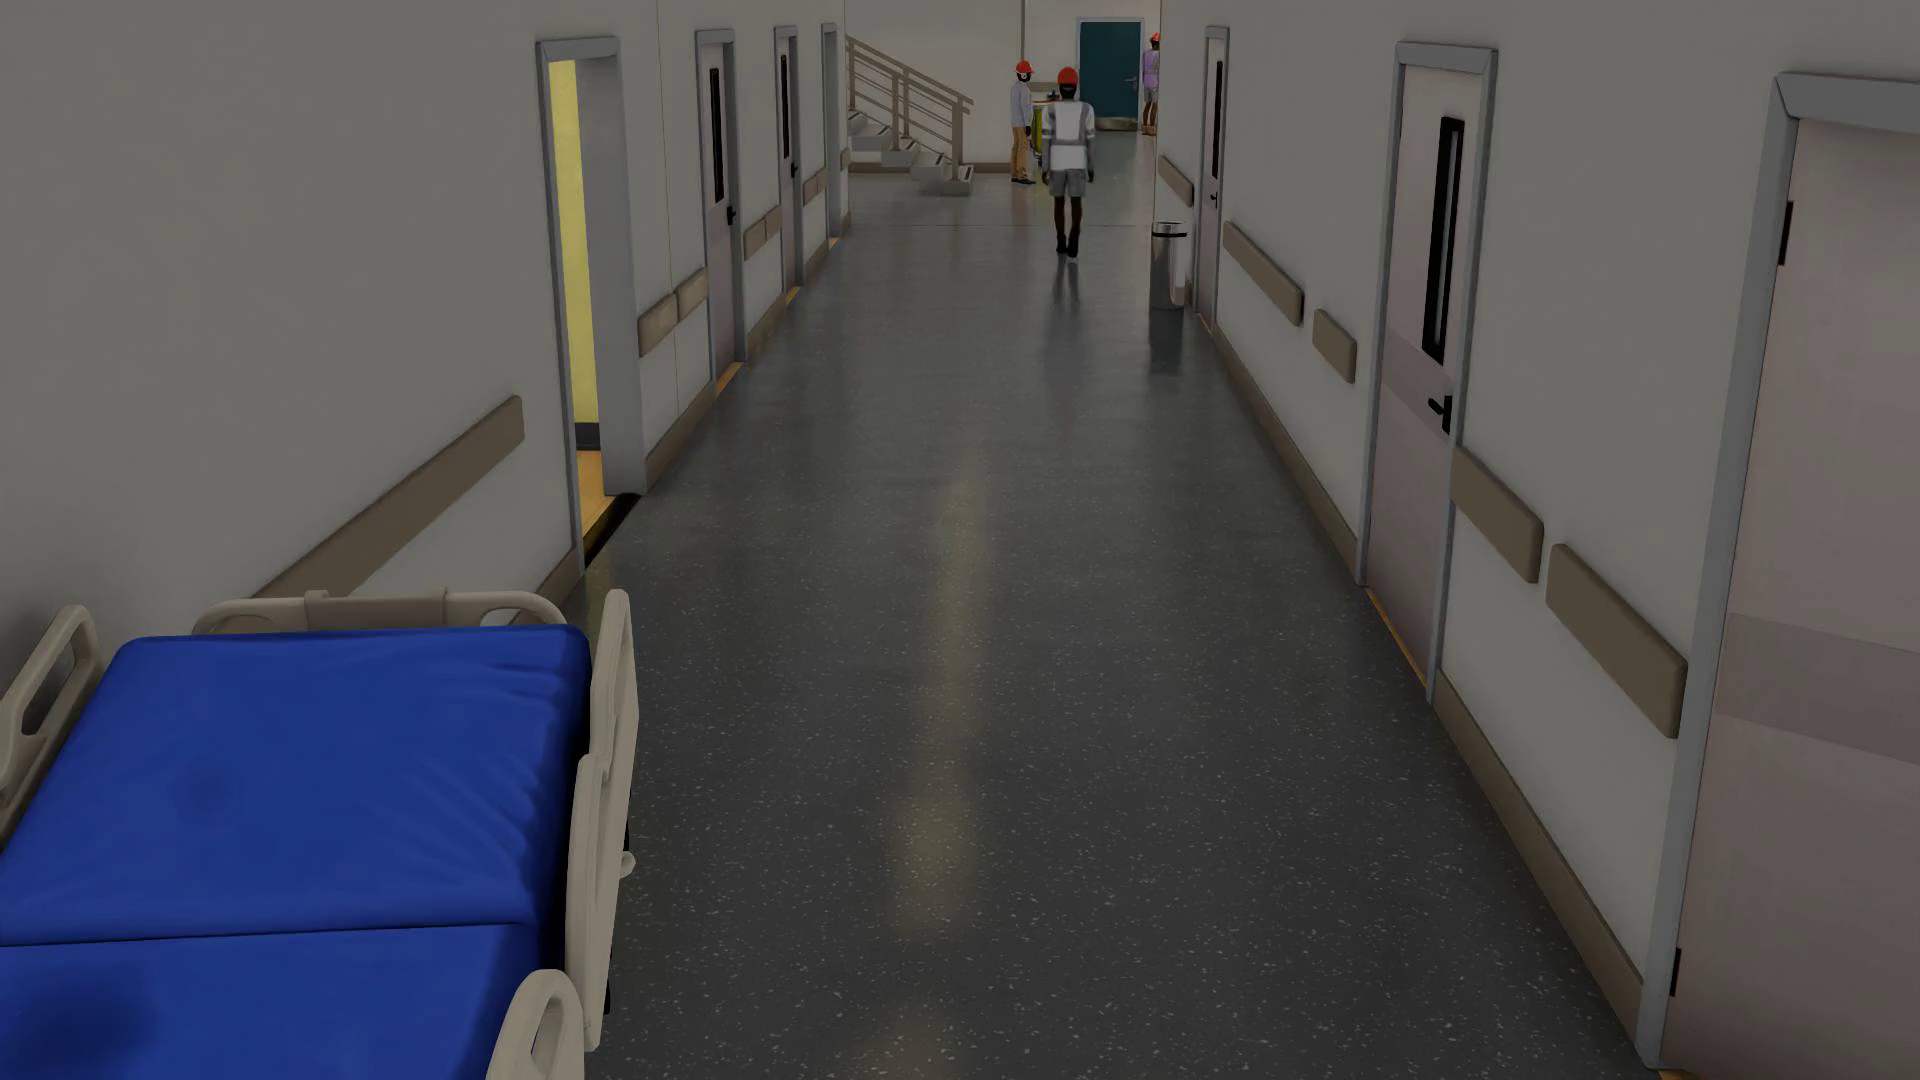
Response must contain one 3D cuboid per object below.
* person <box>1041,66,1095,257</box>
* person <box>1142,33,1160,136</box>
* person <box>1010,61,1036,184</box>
[{"bbox_3d":[1.102,-3.849,17.006,0.557,1.918,0.813,1,18,2],"label":"person"},{"bbox_3d":[3.944,-9.240,33.759,0.410,2.032,0.609,-12,21,-32],"label":"person"},{"bbox_3d":[0.923,-6.096,24.315,0.327,1.753,0.563,-6,19,-18],"label":"person"}]
